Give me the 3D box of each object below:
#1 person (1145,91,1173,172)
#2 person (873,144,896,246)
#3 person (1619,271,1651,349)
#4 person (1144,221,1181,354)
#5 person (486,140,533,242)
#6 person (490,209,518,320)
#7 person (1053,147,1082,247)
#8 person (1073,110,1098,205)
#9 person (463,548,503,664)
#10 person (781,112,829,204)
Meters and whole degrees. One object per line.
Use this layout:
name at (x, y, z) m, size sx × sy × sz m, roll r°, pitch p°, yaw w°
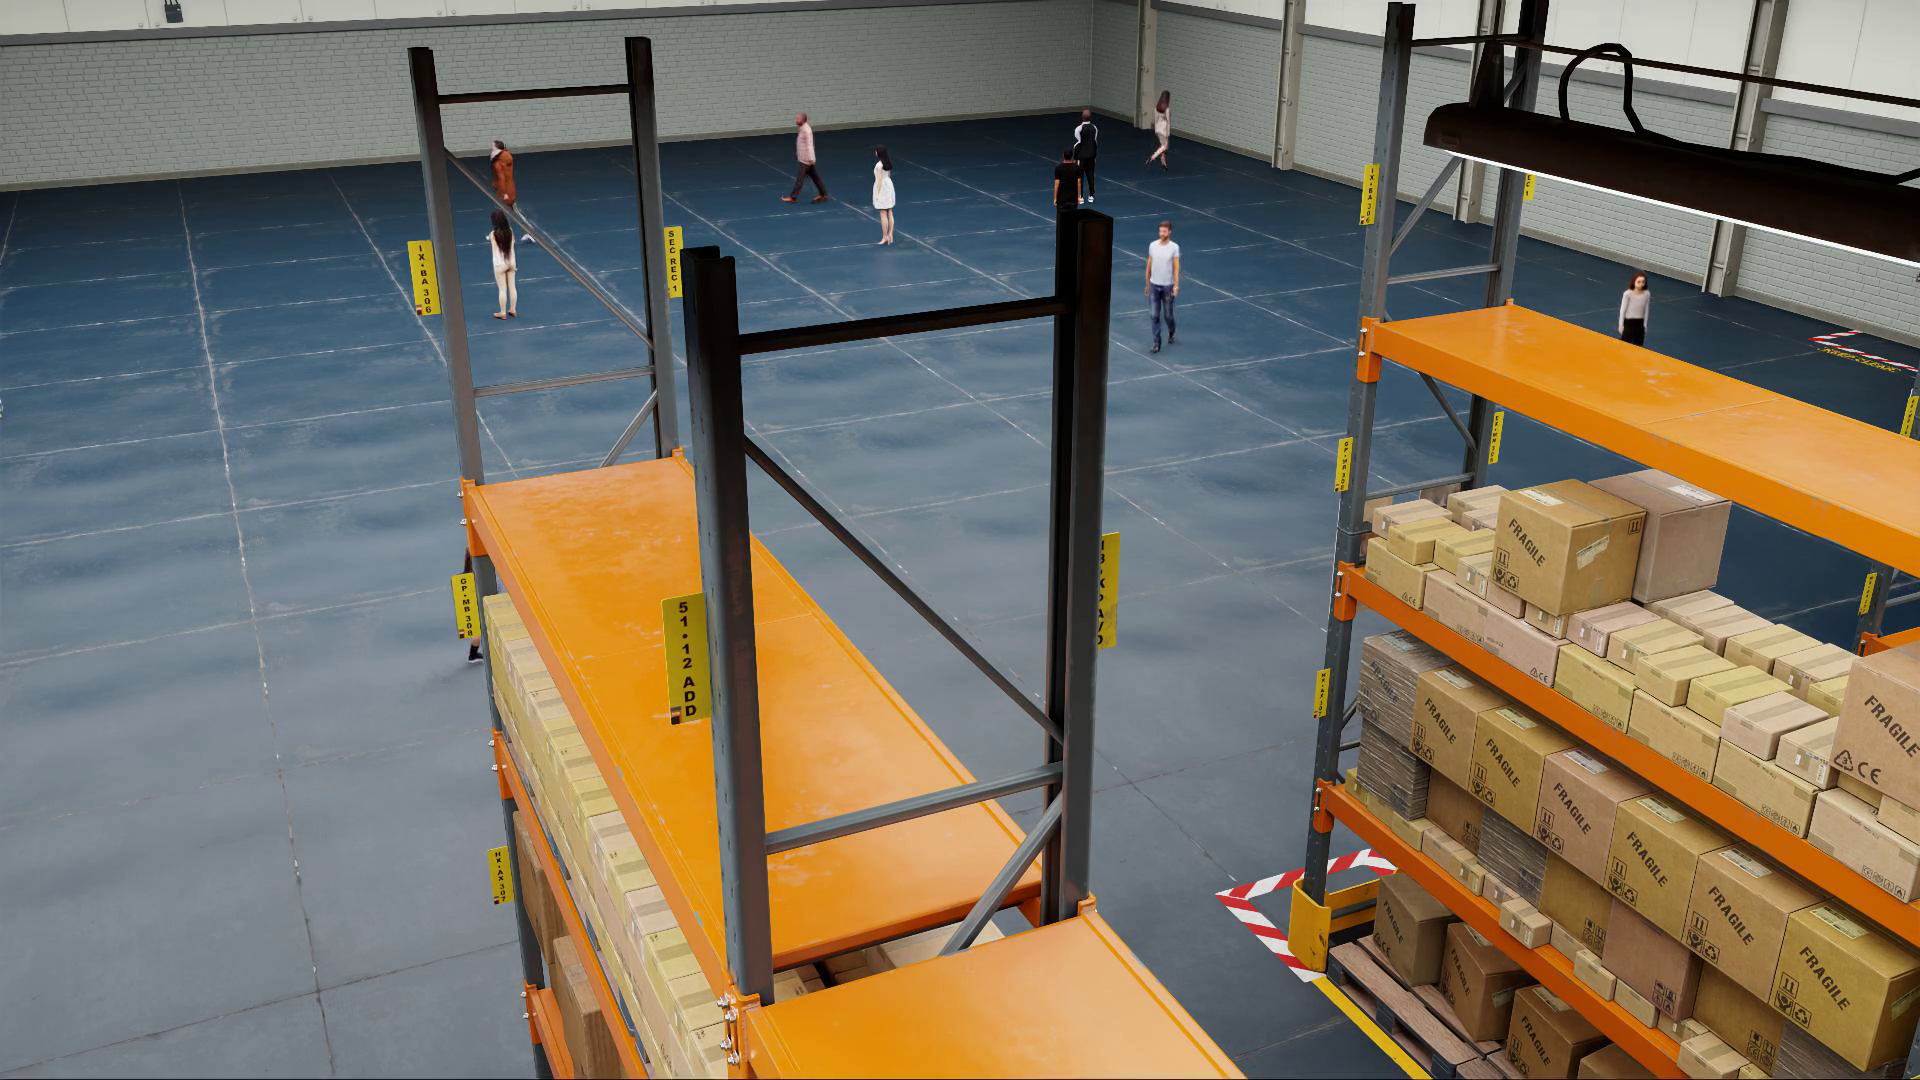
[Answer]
person at (4.317, -8.775, 35.832) m, size 0.749 × 1.729 × 0.942 m, roll -15°, pitch 27°, yaw -31°
person at (-1.357, -6.157, 29.620) m, size 0.816 × 1.773 × 0.776 m, roll 13°, pitch 26°, yaw 28°
person at (9.020, -2.914, 22.376) m, size 0.638 × 1.474 × 0.632 m, roll -1°, pitch 23°, yaw -1°
person at (2.874, -3.586, 23.471) m, size 0.927 × 1.854 × 0.971 m, roll 10°, pitch 25°, yaw 22°
person at (-8.019, -6.182, 29.638) m, size 1.187 × 1.805 × 1.174 m, roll 5°, pitch 24°, yaw 13°
person at (-6.860, -4.154, 25.066) m, size 0.693 × 1.651 × 0.637 m, roll -12°, pitch 26°, yaw -25°
person at (1.888, -6.039, 29.364) m, size 0.690 × 1.757 × 0.642 m, roll -3°, pitch 23°, yaw -7°
person at (2.490, -7.607, 32.961) m, size 0.663 × 1.827 × 0.563 m, roll -8°, pitch 24°, yaw -18°
person at (-4.254, 0.566, 14.701) m, size 0.805 × 1.076 × 0.782 m, roll 14°, pitch 27°, yaw 30°
person at (-2.937, -7.516, 32.843) m, size 0.950 × 1.751 × 1.205 m, roll -5°, pitch 23°, yaw -11°
